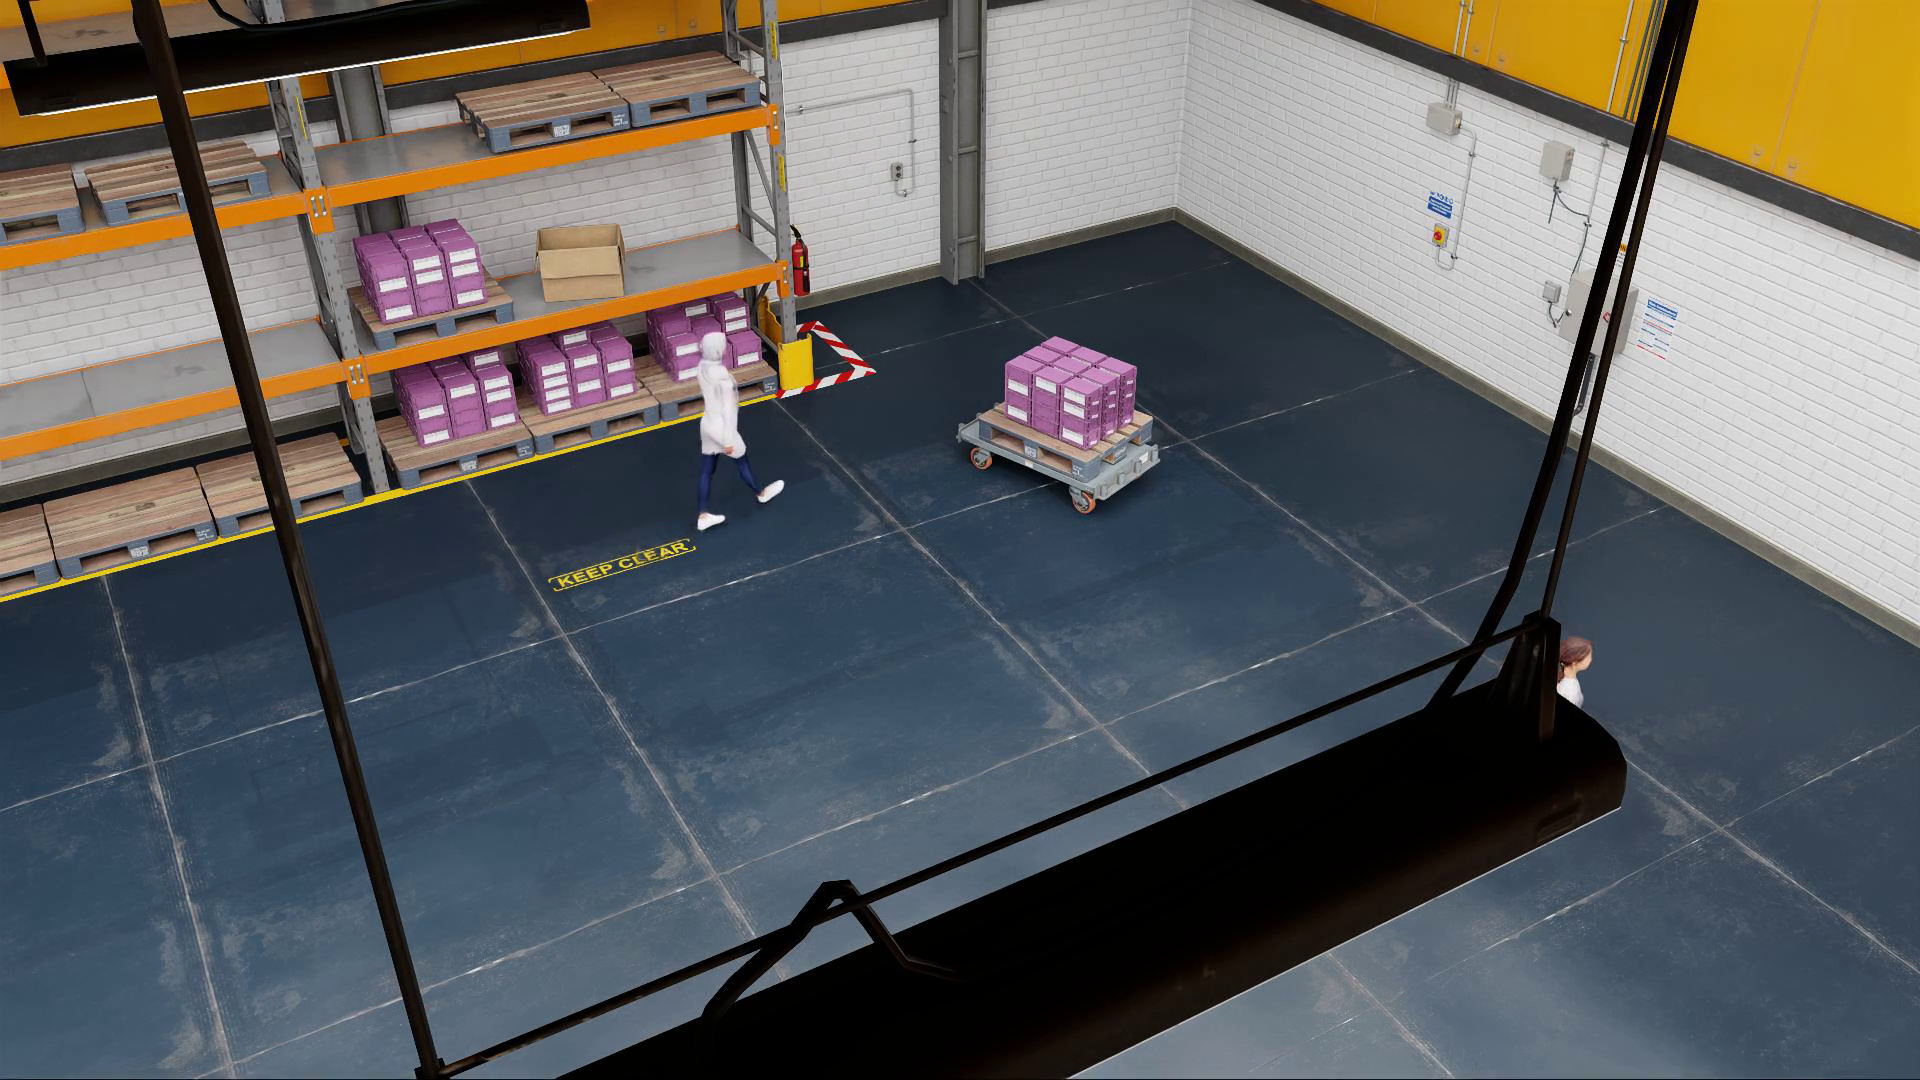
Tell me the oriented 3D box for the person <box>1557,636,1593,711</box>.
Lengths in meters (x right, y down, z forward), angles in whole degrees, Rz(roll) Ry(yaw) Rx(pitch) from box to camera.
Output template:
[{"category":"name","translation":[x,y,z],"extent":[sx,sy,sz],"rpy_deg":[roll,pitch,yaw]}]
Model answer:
[{"category":"person","translation":[3.745,1.258,10.755],"extent":[0.880,1.537,0.771],"rpy_deg":[2,34,4]}]

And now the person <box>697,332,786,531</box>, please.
[{"category":"person","translation":[-2.059,-0.864,13.765],"extent":[1.148,1.740,0.802],"rpy_deg":[-27,42,-34]}]
